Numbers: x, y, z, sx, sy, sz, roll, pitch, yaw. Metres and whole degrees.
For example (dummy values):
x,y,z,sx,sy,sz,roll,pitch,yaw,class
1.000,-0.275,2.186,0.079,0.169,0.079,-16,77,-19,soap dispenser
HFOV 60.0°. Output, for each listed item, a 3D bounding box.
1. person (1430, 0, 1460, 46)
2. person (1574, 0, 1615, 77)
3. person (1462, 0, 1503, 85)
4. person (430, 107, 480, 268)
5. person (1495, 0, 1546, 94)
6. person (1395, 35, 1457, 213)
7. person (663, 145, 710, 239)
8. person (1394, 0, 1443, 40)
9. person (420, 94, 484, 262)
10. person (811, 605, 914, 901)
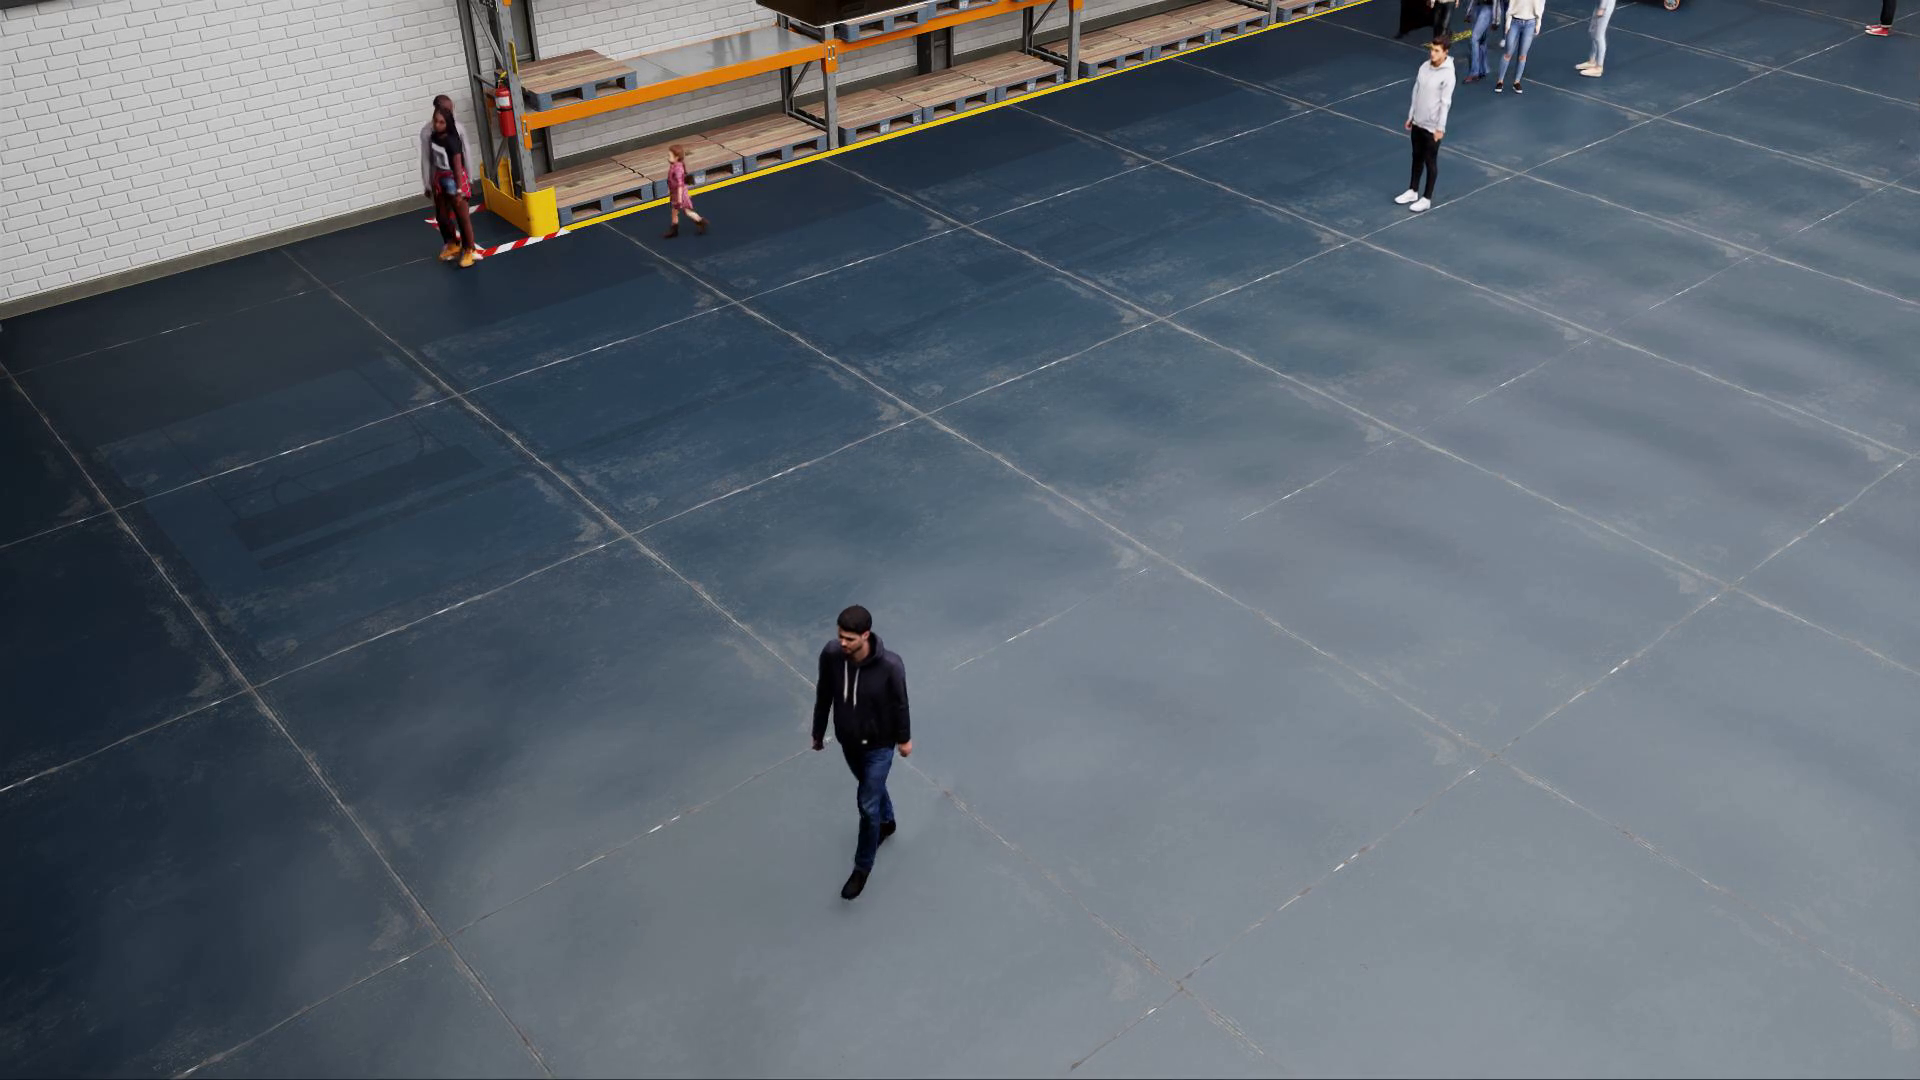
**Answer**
x,y,z,sx,sy,sz,roll,pitch,yaw,class
6.704,-7.455,22.974,0.907,1.434,1.061,12,35,17,person
8.559,-7.072,22.080,0.750,1.786,0.674,7,34,10,person
6.926,-6.867,21.786,0.789,1.769,0.779,-14,36,-19,person
-5.157,-3.587,16.910,0.691,1.705,0.750,-23,40,-31,person
7.277,-6.661,21.547,0.706,1.691,0.742,7,34,10,person
5.149,-4.586,18.211,0.675,1.929,0.737,-18,38,-25,person
-2.950,-3.709,17.724,0.777,1.008,0.580,-11,35,-16,person
6.538,-7.849,23.300,1.037,1.728,0.923,-4,34,-6,person
-5.257,-3.724,17.075,0.723,1.751,0.828,-12,36,-18,person
-0.493,1.097,9.722,0.932,1.860,1.111,17,37,24,person
